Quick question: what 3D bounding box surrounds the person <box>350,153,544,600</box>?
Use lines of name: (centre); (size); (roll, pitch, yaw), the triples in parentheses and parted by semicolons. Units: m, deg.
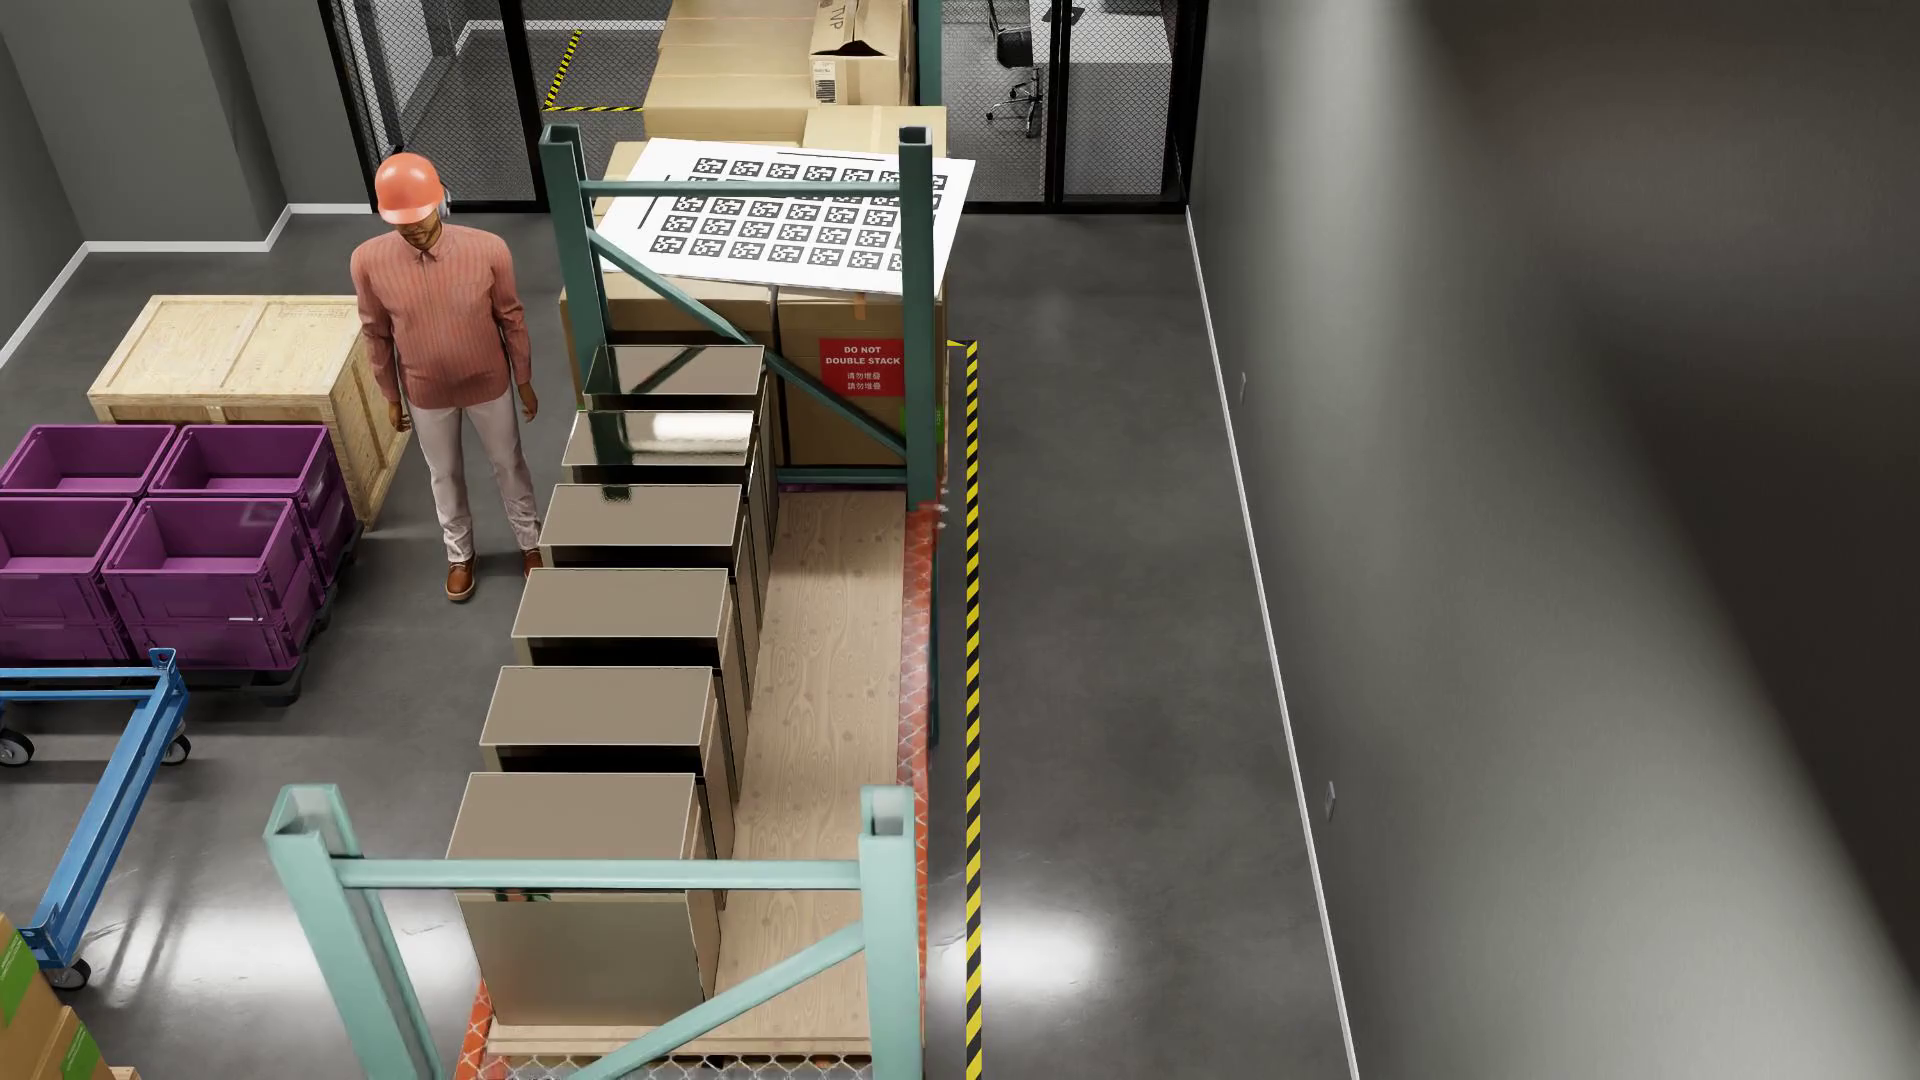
person: (-1.979, -0.617, 6.549); (0.612, 1.995, 0.382); (-9, 42, -11)
